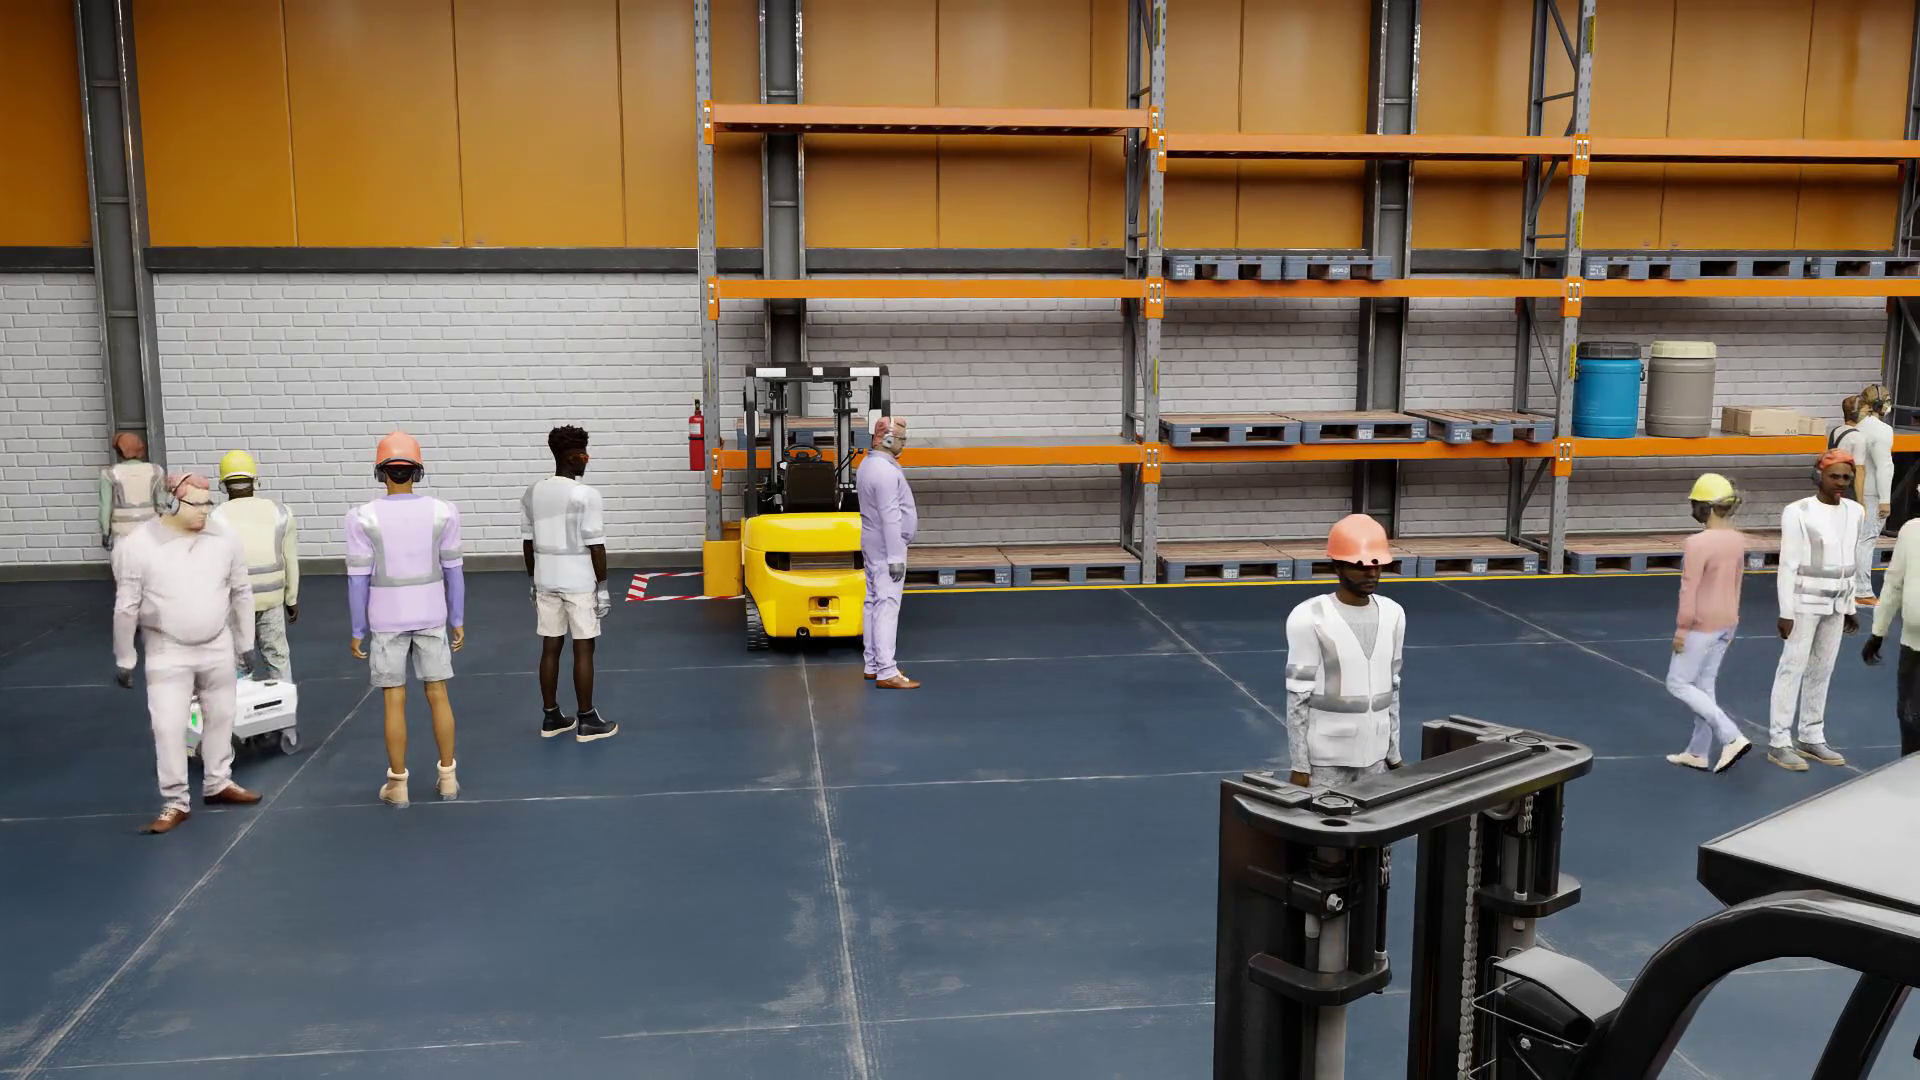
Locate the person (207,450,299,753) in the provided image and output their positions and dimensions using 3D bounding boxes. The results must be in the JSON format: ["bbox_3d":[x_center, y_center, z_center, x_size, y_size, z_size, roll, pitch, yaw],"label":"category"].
[{"bbox_3d":[-4.317,0.367,10.087,0.600,1.827,0.404,-9,13,-44],"label":"person"}]

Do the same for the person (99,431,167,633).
[{"bbox_3d":[-6.655,-0.066,13.426,0.522,1.633,0.505,-9,13,-44],"label":"person"}]

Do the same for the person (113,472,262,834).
[{"bbox_3d":[-4.060,0.568,8.738,0.427,1.863,0.674,9,13,43],"label":"person"}]

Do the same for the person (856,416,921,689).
[{"bbox_3d":[-0.499,0.084,11.636,0.407,1.902,0.638,-3,10,-17],"label":"person"}]

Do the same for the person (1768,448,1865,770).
[{"bbox_3d":[5.014,0.400,9.717,0.576,1.881,0.352,-3,10,-20],"label":"person"}]

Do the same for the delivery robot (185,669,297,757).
[{"bbox_3d":[-4.286,1.001,9.803,0.477,0.478,0.707,6,11,34],"label":"delivery robot"}]

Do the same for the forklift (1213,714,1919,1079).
[{"bbox_3d":[1.441,1.425,2.350,1.214,2.155,2.313,-7,12,-39],"label":"forklift"}]

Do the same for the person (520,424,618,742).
[{"bbox_3d":[-2.423,0.264,10.308,0.614,1.962,0.362,4,10,26],"label":"person"}]

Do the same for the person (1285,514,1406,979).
[{"bbox_3d":[1.571,0.852,6.720,0.543,1.939,0.360,-4,10,-23],"label":"person"}]

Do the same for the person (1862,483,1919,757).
[{"bbox_3d":[5.021,0.533,8.618,0.430,1.968,0.669,-1,9,-7],"label":"person"}]

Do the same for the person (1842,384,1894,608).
[{"bbox_3d":[7.855,-0.384,14.431,0.359,1.938,0.635,-1,9,-6],"label":"person"}]

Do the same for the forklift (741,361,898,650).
[{"bbox_3d":[-1.154,-0.340,13.365,1.214,2.155,2.313,-1,9,-7],"label":"forklift"}]

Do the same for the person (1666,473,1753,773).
[{"bbox_3d":[4.314,0.497,9.508,0.539,1.750,0.480,-7,11,-36],"label":"person"}]

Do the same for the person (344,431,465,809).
[{"bbox_3d":[-3.009,0.428,9.040,0.612,2.041,0.394,-5,10,-29],"label":"person"}]

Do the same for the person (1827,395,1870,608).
[{"bbox_3d":[7.702,-0.342,14.473,0.348,1.842,0.506,0,9,-2],"label":"person"}]
